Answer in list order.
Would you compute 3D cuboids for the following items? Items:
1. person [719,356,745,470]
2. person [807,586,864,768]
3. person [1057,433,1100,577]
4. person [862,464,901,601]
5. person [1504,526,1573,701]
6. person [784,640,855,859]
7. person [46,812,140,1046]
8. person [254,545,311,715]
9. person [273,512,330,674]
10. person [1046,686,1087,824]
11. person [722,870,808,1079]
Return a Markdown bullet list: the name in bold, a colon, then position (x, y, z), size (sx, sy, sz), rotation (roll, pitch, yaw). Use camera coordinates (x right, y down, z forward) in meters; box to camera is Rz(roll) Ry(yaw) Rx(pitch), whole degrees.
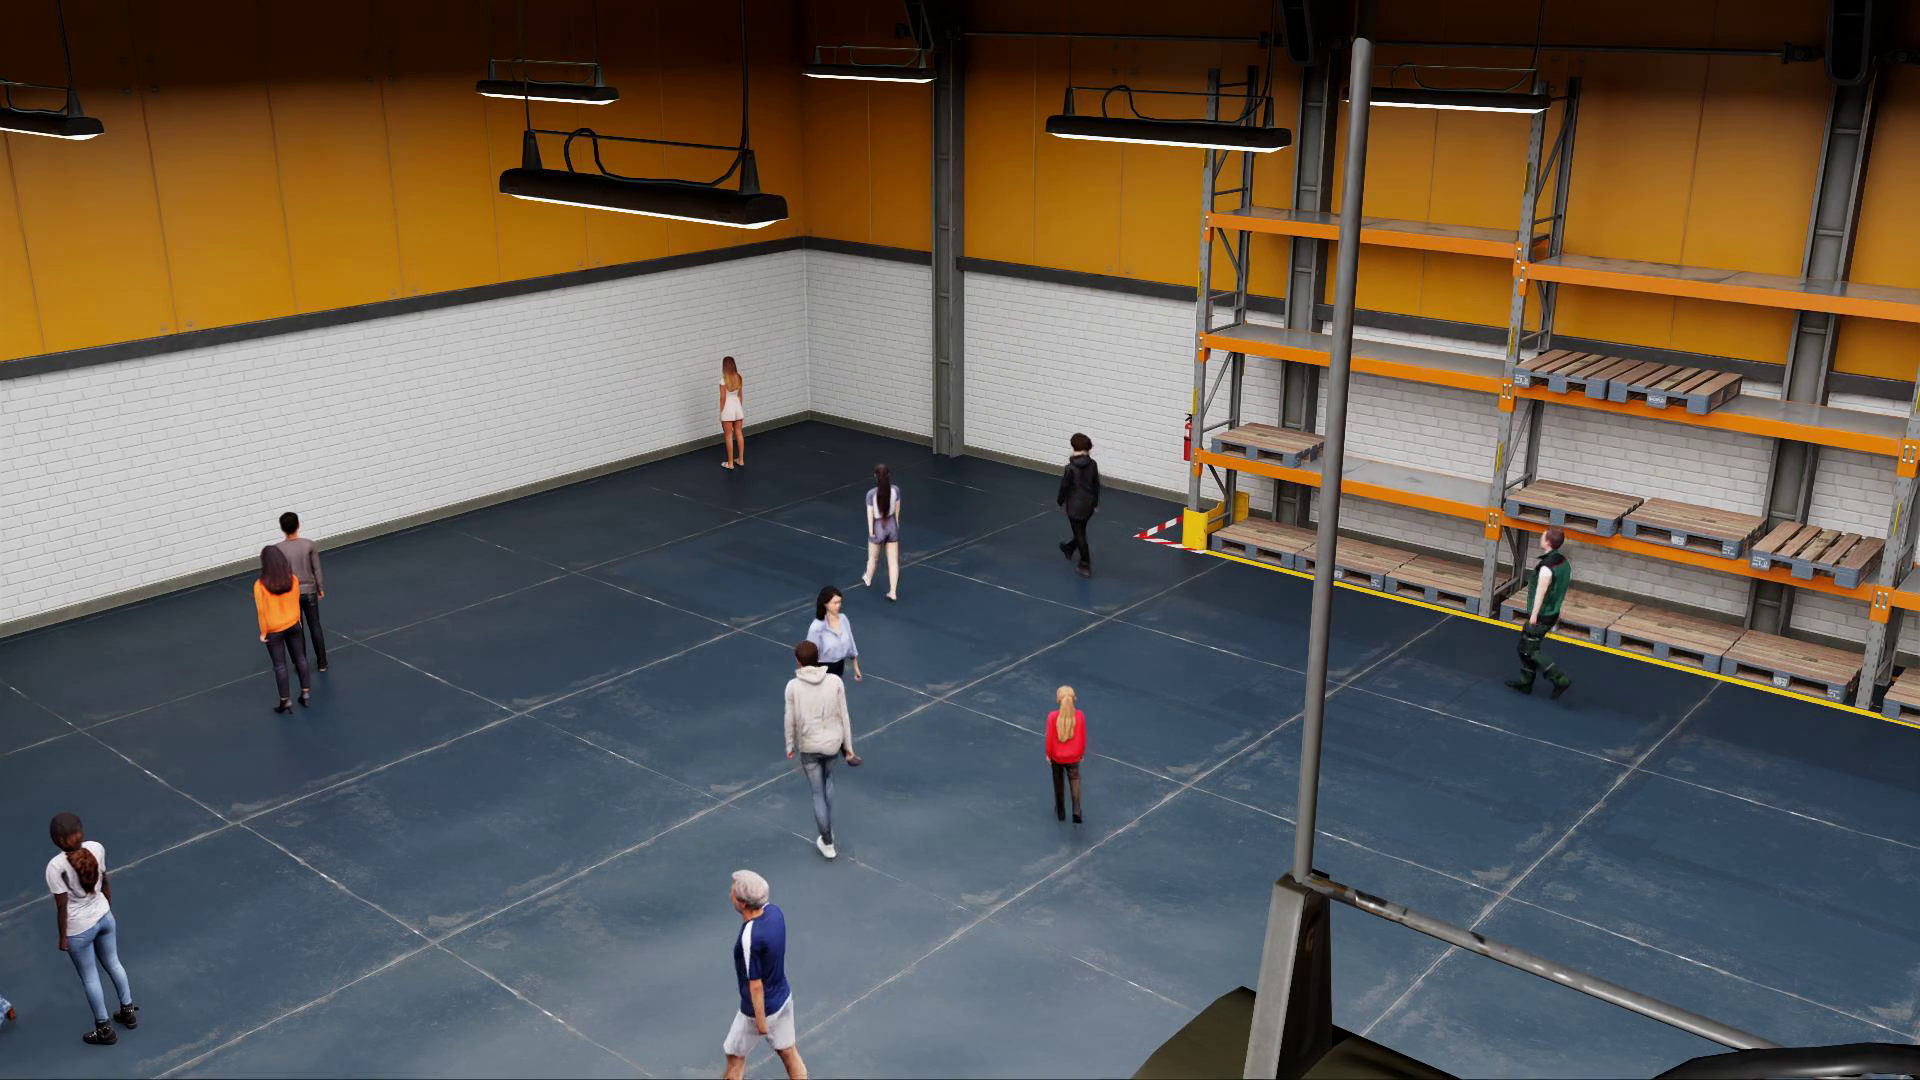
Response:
- **person**: position (-3.430, -1.931, 24.987), size (0.588, 1.697, 0.582), rotation (-17, 25, -41)
- **person**: position (-1.284, 1.236, 15.565), size (1.054, 1.709, 0.691), rotation (17, 25, 40)
- **person**: position (1.510, -0.397, 20.375), size (0.925, 1.733, 1.171), rotation (-9, 21, -25)
- **person**: position (-0.859, -0.071, 19.581), size (0.902, 1.622, 1.060), rotation (-6, 20, -18)
- **person**: position (5.927, 0.758, 16.797), size (0.924, 1.829, 0.663), rotation (14, 23, 36)
- **person**: position (-1.141, 1.769, 13.819), size (0.965, 1.813, 1.085), rotation (-6, 19, -17)
- **person**: position (-5.968, 2.638, 11.384), size (0.614, 1.720, 0.645), rotation (7, 20, 20)
- **person**: position (-6.744, 0.879, 16.562), size (0.561, 1.749, 0.624), rotation (13, 23, 34)
- **person**: position (-6.942, 0.561, 17.482), size (0.707, 1.764, 0.656), rotation (16, 24, 39)
- **person**: position (0.919, 1.879, 14.344), size (0.718, 1.270, 0.778), rotation (-2, 19, -5)
- **person**: position (-1.149, 2.918, 10.429), size (1.138, 1.799, 0.895), rotation (6, 20, 18)
